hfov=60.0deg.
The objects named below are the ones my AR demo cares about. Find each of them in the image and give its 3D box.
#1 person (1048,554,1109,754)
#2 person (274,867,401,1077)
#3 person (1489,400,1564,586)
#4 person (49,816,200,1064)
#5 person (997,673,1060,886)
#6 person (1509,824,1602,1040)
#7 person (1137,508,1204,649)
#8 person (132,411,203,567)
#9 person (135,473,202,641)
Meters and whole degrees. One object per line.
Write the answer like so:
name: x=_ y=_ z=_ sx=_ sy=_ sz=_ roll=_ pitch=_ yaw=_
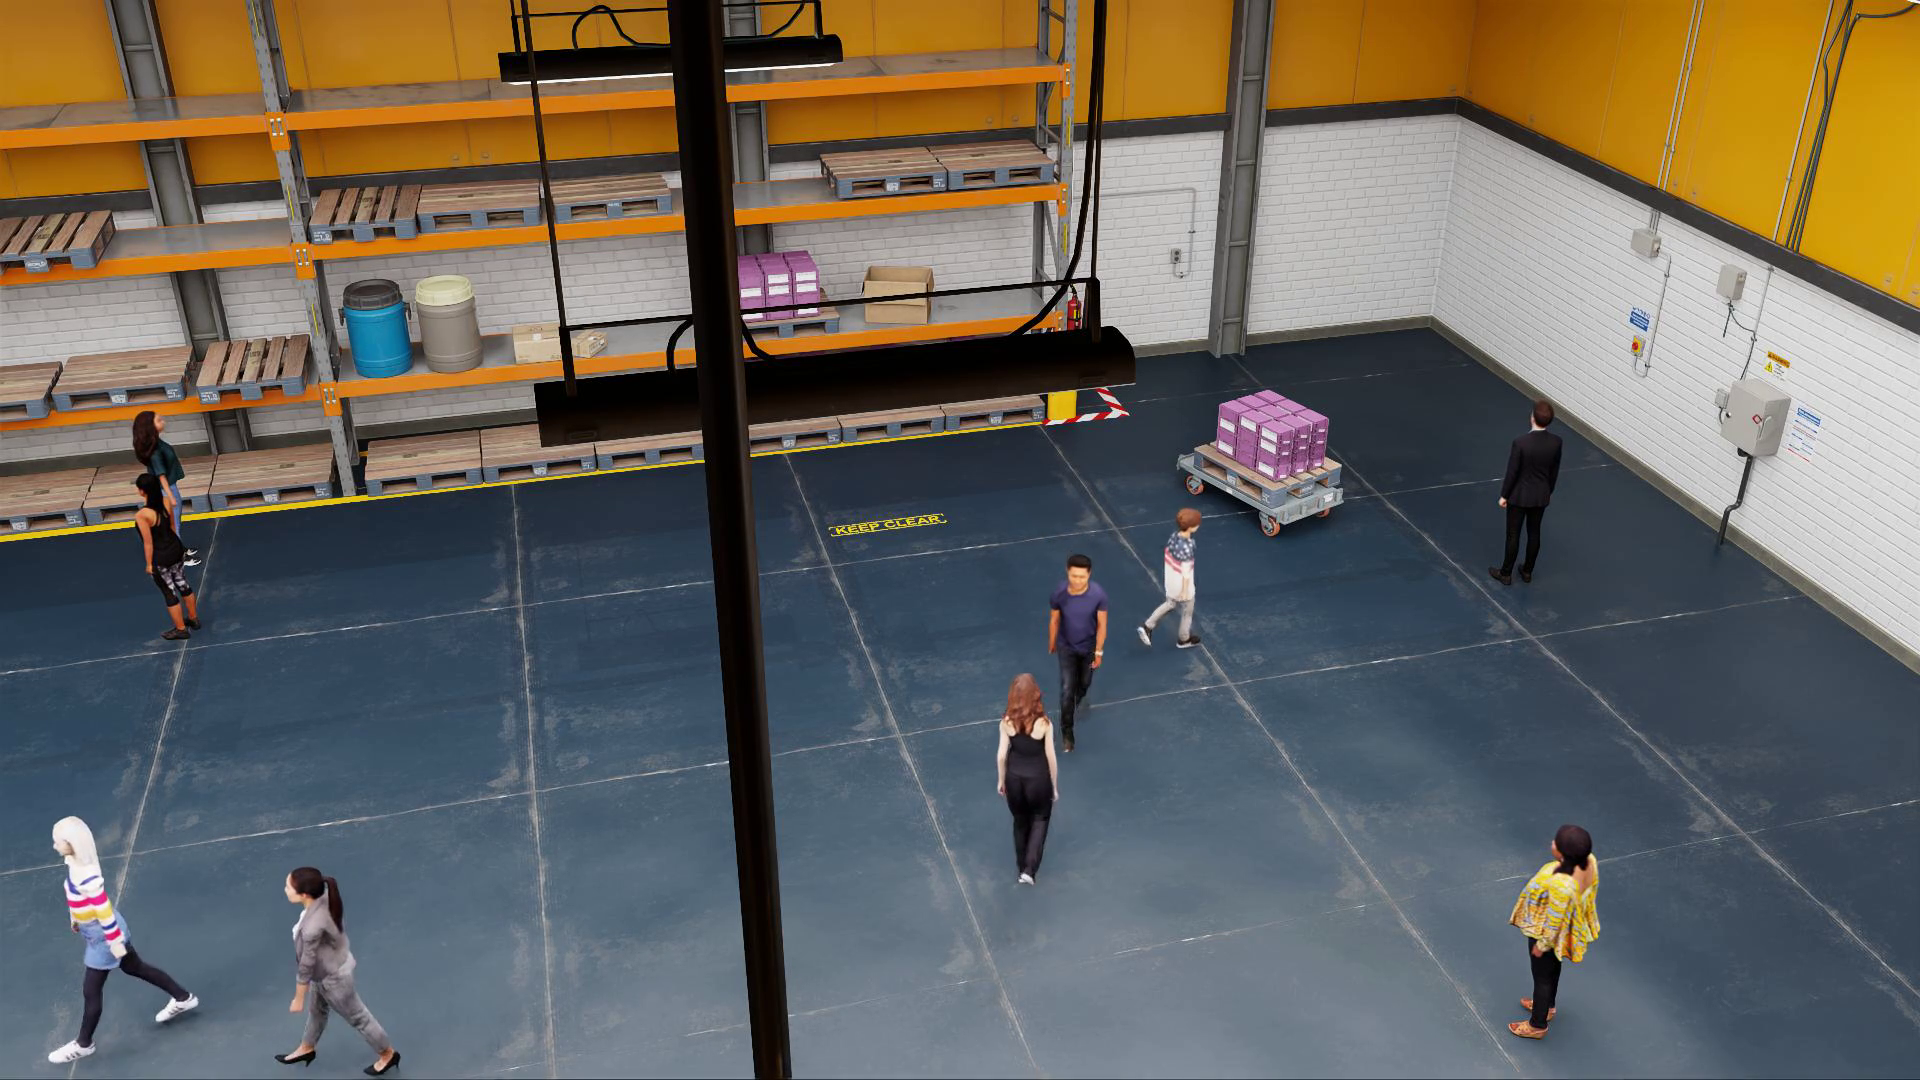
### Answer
person: x=0.977 y=0.830 z=13.637 sx=1.088 sy=1.754 sz=0.925 roll=5 pitch=29 yaw=9
person: x=-3.790 y=2.716 z=10.301 sx=1.043 sy=1.638 sz=0.699 roll=-5 pitch=29 yaw=-8
person: x=5.416 y=-0.448 z=15.835 sx=0.554 sy=1.894 sz=0.756 roll=-5 pitch=29 yaw=-9
person: x=-5.363 y=2.483 z=10.598 sx=1.233 sy=1.763 sz=0.934 roll=-18 pitch=34 yaw=-30
person: x=0.477 y=1.780 z=11.916 sx=0.808 sy=1.733 sz=0.836 roll=7 pitch=29 yaw=12
person: x=3.818 y=2.505 z=10.670 sx=0.945 sy=1.655 sz=0.881 roll=19 pitch=34 yaw=30
person: x=1.901 y=0.363 z=14.837 sx=0.869 sy=1.424 sz=0.604 roll=-12 pitch=31 yaw=-21
person: x=-7.763 y=-0.512 z=16.241 sx=0.675 sy=1.617 sz=0.663 roll=-16 pitch=32 yaw=-26
person: x=-7.183 y=0.126 z=15.026 sx=0.653 sy=1.660 sz=0.652 roll=6 pitch=29 yaw=11
